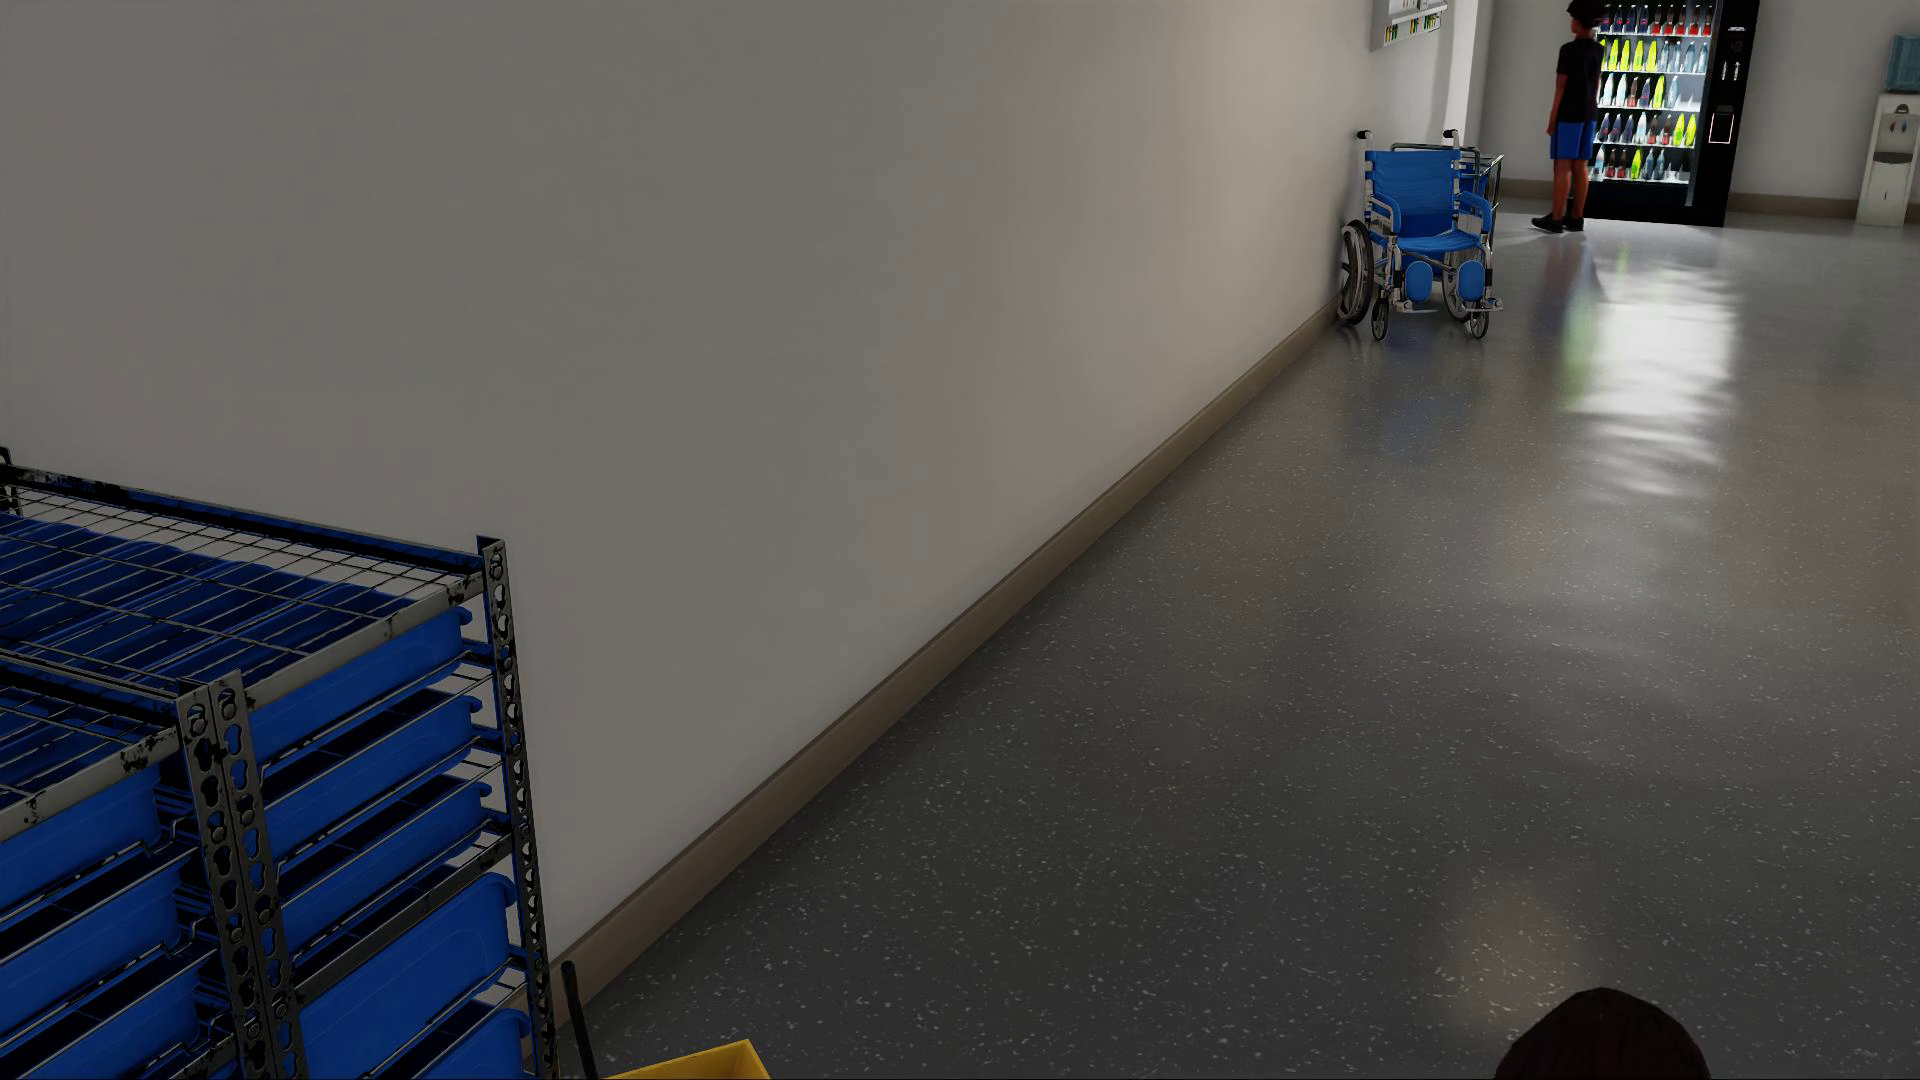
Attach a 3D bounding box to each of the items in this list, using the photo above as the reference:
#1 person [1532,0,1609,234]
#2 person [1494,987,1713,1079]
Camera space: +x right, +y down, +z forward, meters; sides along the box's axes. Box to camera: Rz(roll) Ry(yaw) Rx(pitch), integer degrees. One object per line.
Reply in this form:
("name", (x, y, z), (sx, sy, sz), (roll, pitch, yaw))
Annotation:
("person", (4.851, -3.345, 13.101), (0.682, 1.794, 0.724), (-10, 23, -25))
("person", (0.506, 1.151, 1.572), (0.551, 1.552, 0.624), (15, 26, 35))
